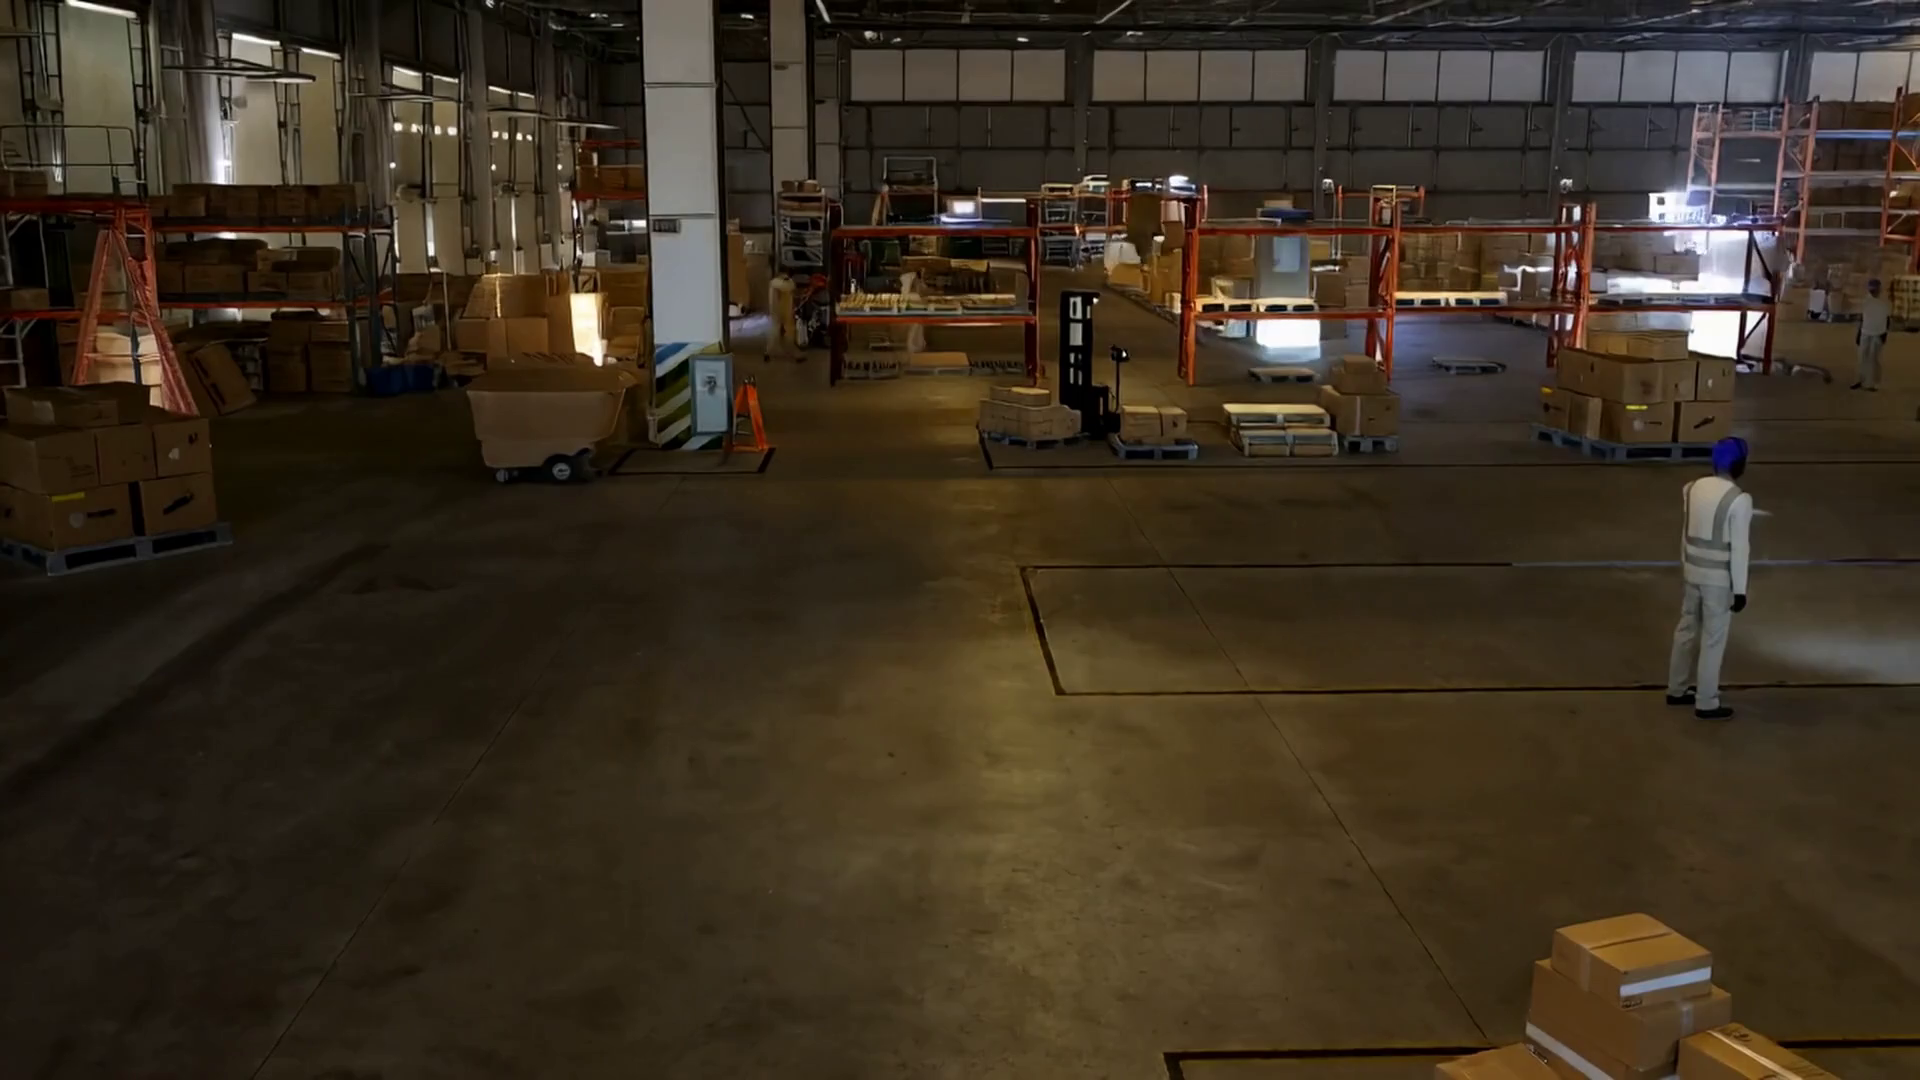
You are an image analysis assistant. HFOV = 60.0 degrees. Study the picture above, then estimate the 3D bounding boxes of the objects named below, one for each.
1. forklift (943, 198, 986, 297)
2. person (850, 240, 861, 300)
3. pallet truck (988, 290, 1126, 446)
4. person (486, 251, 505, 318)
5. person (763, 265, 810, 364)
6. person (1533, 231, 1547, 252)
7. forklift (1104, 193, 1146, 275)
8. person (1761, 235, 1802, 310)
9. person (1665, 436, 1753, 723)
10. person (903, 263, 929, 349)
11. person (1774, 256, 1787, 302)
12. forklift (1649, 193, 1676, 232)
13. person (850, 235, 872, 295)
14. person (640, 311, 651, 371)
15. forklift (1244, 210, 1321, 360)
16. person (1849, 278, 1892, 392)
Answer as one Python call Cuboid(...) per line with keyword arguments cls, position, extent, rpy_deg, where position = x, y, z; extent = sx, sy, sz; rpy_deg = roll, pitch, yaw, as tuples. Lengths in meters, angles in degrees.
Cuboid(cls="forklift", position=(0.117, -8.286, 47.131), extent=(1.129, 2.768, 1.873), rpy_deg=(-1, 13, -6))
Cuboid(cls="person", position=(-2.890, -7.447, 46.040), extent=(0.318, 1.697, 0.535), rpy_deg=(-2, 13, -8))
Cuboid(cls="pallet truck", position=(1.257, -2.299, 22.111), extent=(1.885, 1.965, 0.823), rpy_deg=(-9, 15, -35))
Cuboid(cls="person", position=(-11.449, -6.268, 40.868), extent=(0.526, 1.631, 0.319), rpy_deg=(11, 16, 40))
Cuboid(cls="person", position=(-3.320, -4.229, 31.163), extent=(0.691, 1.862, 1.078), rpy_deg=(-12, 17, -42))
Cuboid(cls="person", position=(18.381, -8.984, 52.539), extent=(0.648, 1.895, 1.010), rpy_deg=(-4, 13, -18))
Cuboid(cls="forklift", position=(5.956, -10.464, 56.964), extent=(1.873, 2.768, 1.129), rpy_deg=(-2, 13, -9))
Cuboid(cls="person", position=(21.478, -6.990, 43.428), extent=(0.646, 1.933, 1.039), rpy_deg=(-10, 16, -38))
Cuboid(cls="person", position=(4.921, 0.252, 10.884), extent=(0.354, 1.876, 0.574), rpy_deg=(-3, 13, -15))
Cuboid(cls="person", position=(-0.751, -4.477, 32.366), extent=(0.776, 1.813, 0.643), rpy_deg=(-8, 15, -34))
Cuboid(cls="person", position=(22.599, -7.405, 45.850), extent=(0.535, 1.697, 0.318), rpy_deg=(-8, 15, -32))
Cuboid(cls="forklift", position=(23.917, -10.455, 56.924), extent=(1.129, 2.768, 1.873), rpy_deg=(-7, 14, -28))
Cuboid(cls="person", position=(-2.886, -7.984, 48.085), extent=(0.620, 1.863, 0.913), rpy_deg=(2, 13, 10))
Cuboid(cls="person", position=(-4.331, -2.674, 23.968), extent=(0.594, 1.922, 0.376), rpy_deg=(-9, 15, -35))
Cuboid(cls="forklift", position=(6.241, -4.919, 31.932), extent=(1.129, 2.768, 1.873), rpy_deg=(0, 12, -2))
Cuboid(cls="person", position=(14.935, -3.361, 27.232), extent=(0.318, 1.858, 0.527), rpy_deg=(-7, 14, -28))
